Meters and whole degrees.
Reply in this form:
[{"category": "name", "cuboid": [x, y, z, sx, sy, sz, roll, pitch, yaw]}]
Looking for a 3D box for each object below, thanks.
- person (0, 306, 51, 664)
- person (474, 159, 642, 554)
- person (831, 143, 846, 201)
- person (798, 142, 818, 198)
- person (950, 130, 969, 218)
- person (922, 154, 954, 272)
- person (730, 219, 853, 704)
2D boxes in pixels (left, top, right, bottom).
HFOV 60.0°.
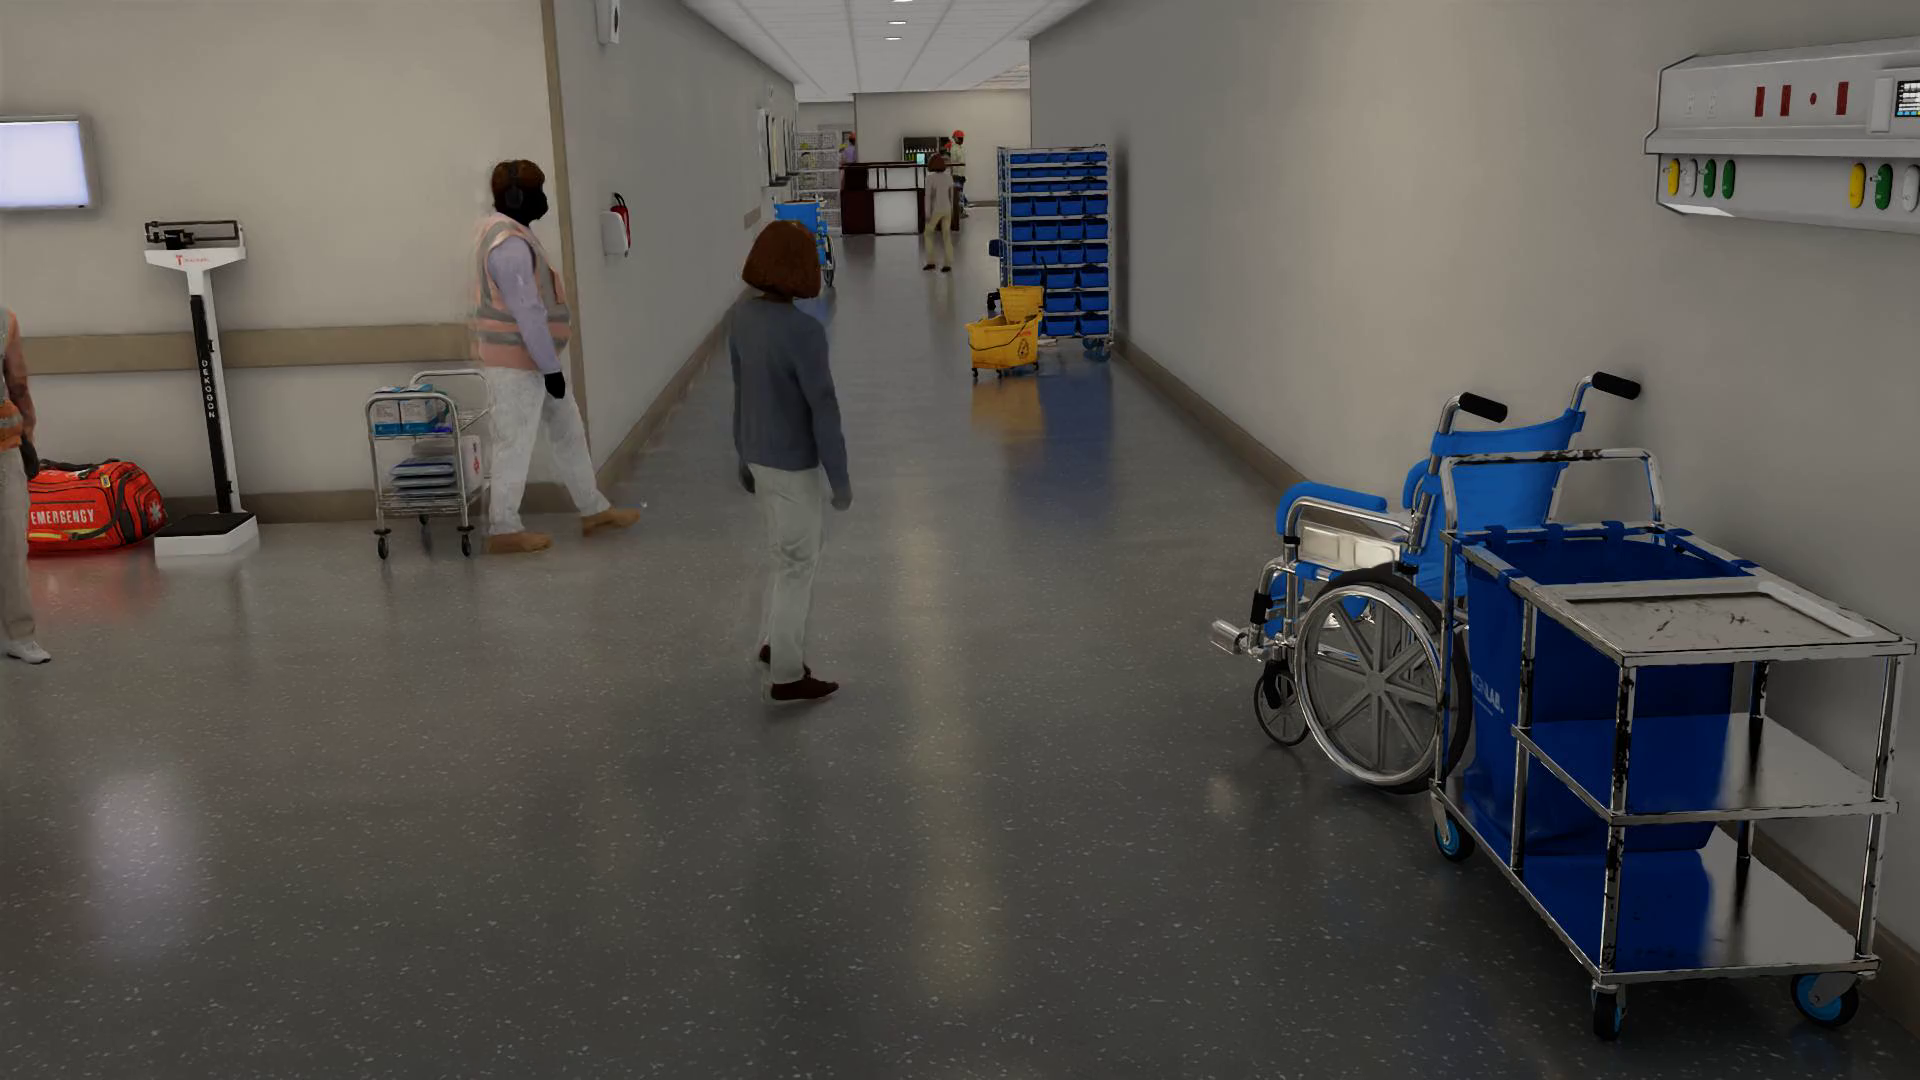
[{"category": "person", "cuboid": [-3.763, -0.336, 6.275, 0.566, 1.618, 0.528, 9, 17, 36]}, {"category": "person", "cuboid": [-1.895, -0.849, 7.769, 0.825, 1.811, 0.644, -5, 14, -13]}, {"category": "person", "cuboid": [-3.576, -11.107, 50.315, 0.852, 1.726, 0.527, 0, 14, 8]}, {"category": "person", "cuboid": [-3.470, -8.122, 37.849, 0.404, 1.818, 0.601, 9, 17, 36]}, {"category": "person", "cuboid": [-0.026, -8.410, 38.246, 0.377, 1.995, 0.608, 3, 14, 19]}, {"category": "person", "cuboid": [-0.328, -4.537, 23.148, 0.519, 1.618, 0.591, -10, 16, -32]}, {"category": "person", "cuboid": [-0.547, -0.247, 5.543, 0.370, 1.617, 0.520, -11, 17, -34]}]
